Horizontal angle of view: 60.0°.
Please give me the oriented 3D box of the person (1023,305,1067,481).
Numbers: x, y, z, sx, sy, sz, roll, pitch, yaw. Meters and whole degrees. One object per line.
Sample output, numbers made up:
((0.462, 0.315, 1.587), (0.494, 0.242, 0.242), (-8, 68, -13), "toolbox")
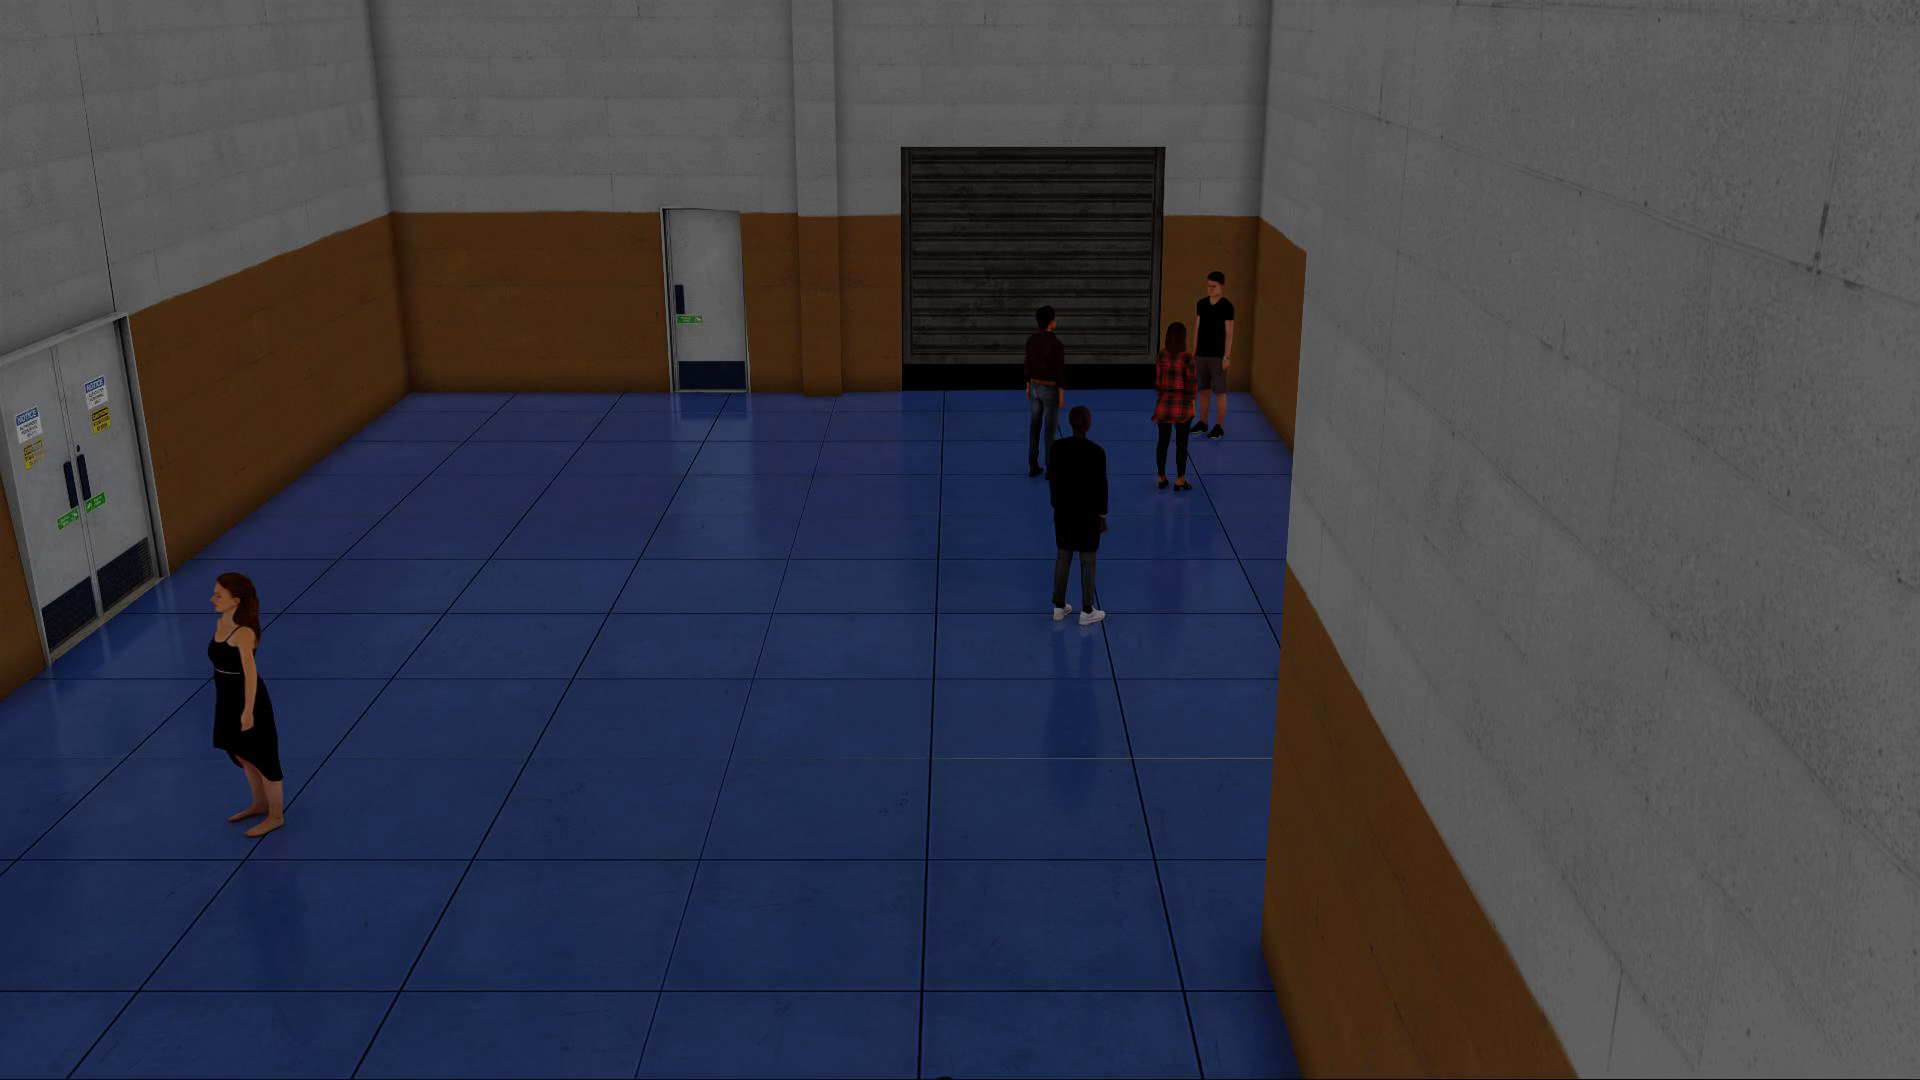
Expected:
((0.857, -1.506, 16.967), (0.679, 1.781, 0.766), (15, 24, 37), "person")

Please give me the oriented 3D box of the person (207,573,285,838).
((-4.246, 0.962, 9.892), (0.730, 1.624, 0.677), (-16, 24, -39), "person")

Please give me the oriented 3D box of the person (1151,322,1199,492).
((2.141, -1.334, 16.575), (0.673, 1.703, 0.761), (13, 23, 34), "person")

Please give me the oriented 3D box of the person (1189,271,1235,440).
((2.831, -2.077, 18.535), (0.806, 1.861, 0.754), (-17, 25, -40), "person")

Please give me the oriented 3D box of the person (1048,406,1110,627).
((0.920, -0.202, 13.128), (0.670, 1.762, 0.791), (11, 21, 29), "person")
